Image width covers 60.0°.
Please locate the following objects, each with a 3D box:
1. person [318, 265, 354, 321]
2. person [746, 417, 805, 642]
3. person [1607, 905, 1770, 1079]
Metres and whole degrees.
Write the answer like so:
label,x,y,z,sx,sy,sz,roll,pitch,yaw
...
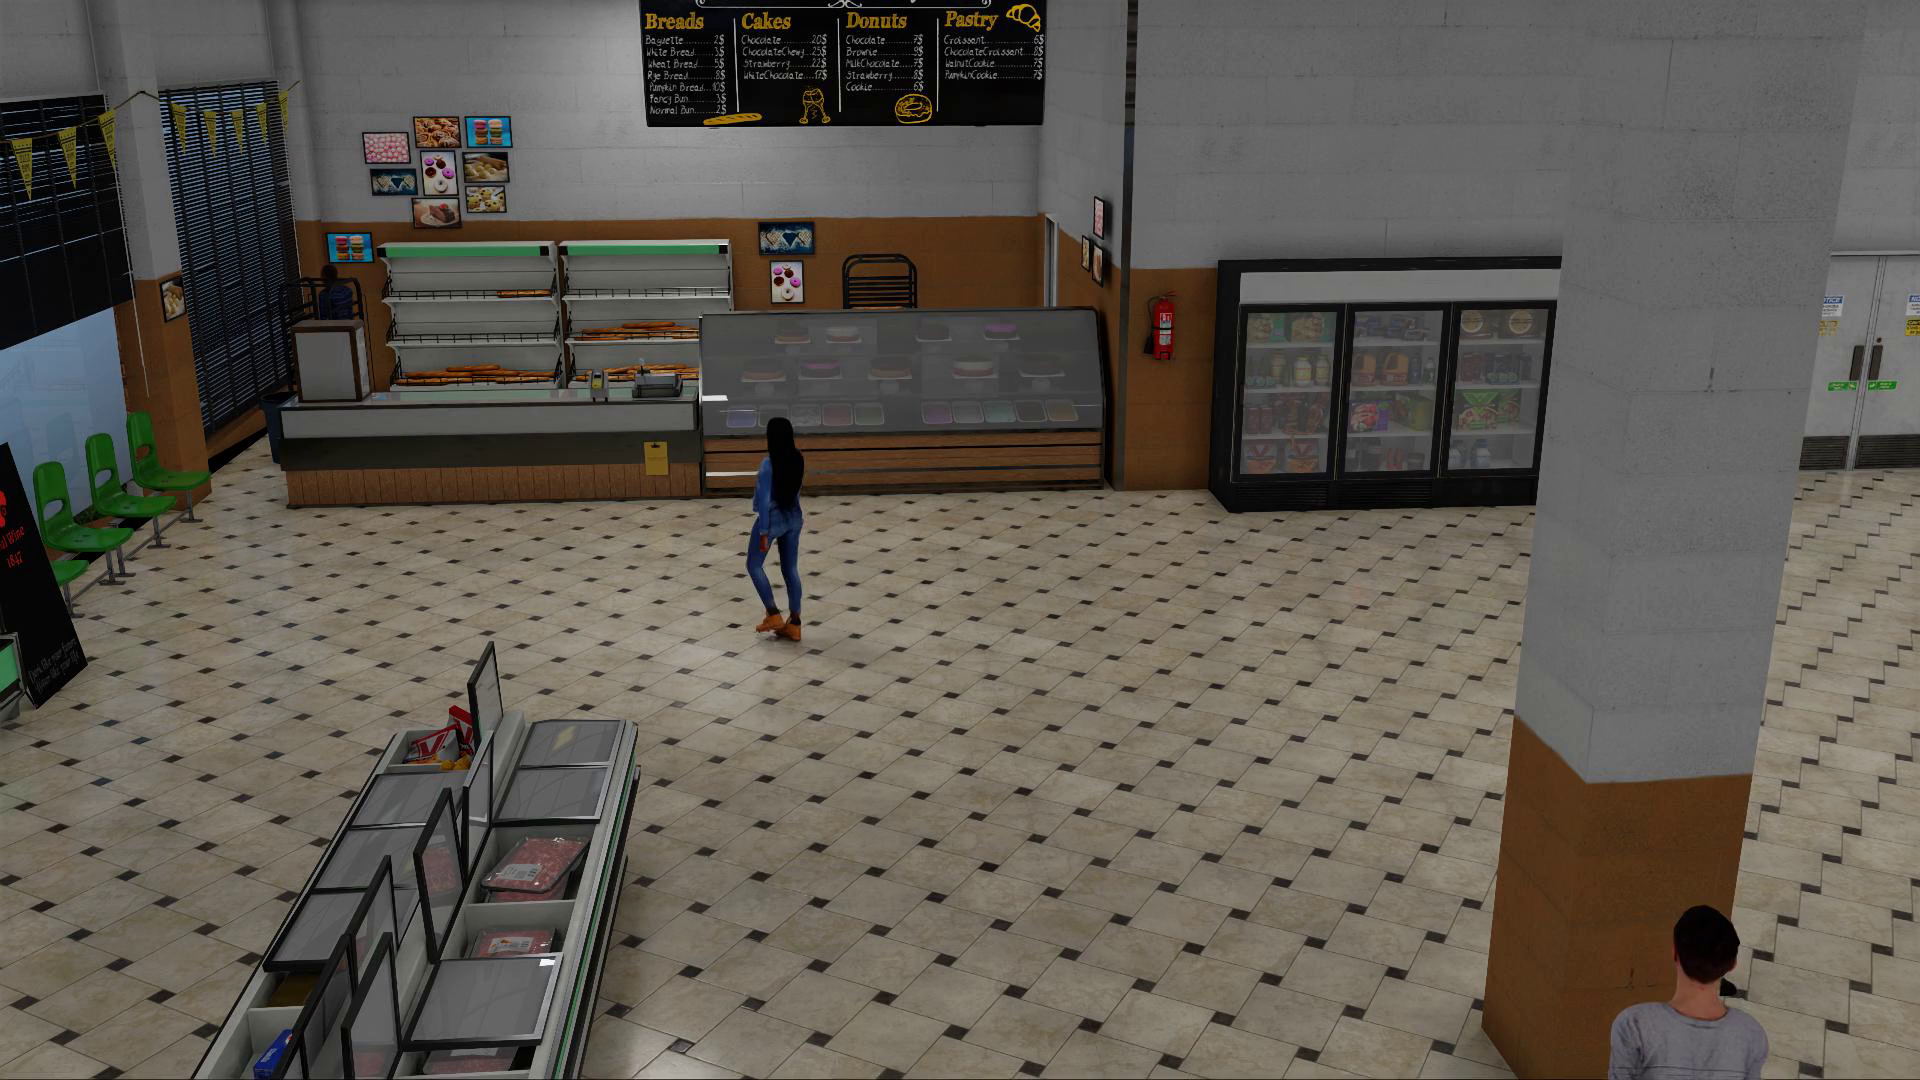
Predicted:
label,x,y,z,sx,sy,sz,roll,pitch,yaw
person,-7.390,-2.364,19.748,0.818,1.823,0.696,7,18,22
person,-1.265,-0.056,12.356,0.830,1.701,0.766,13,21,36
person,2.251,2.031,5.238,0.678,1.845,0.639,1,17,4
